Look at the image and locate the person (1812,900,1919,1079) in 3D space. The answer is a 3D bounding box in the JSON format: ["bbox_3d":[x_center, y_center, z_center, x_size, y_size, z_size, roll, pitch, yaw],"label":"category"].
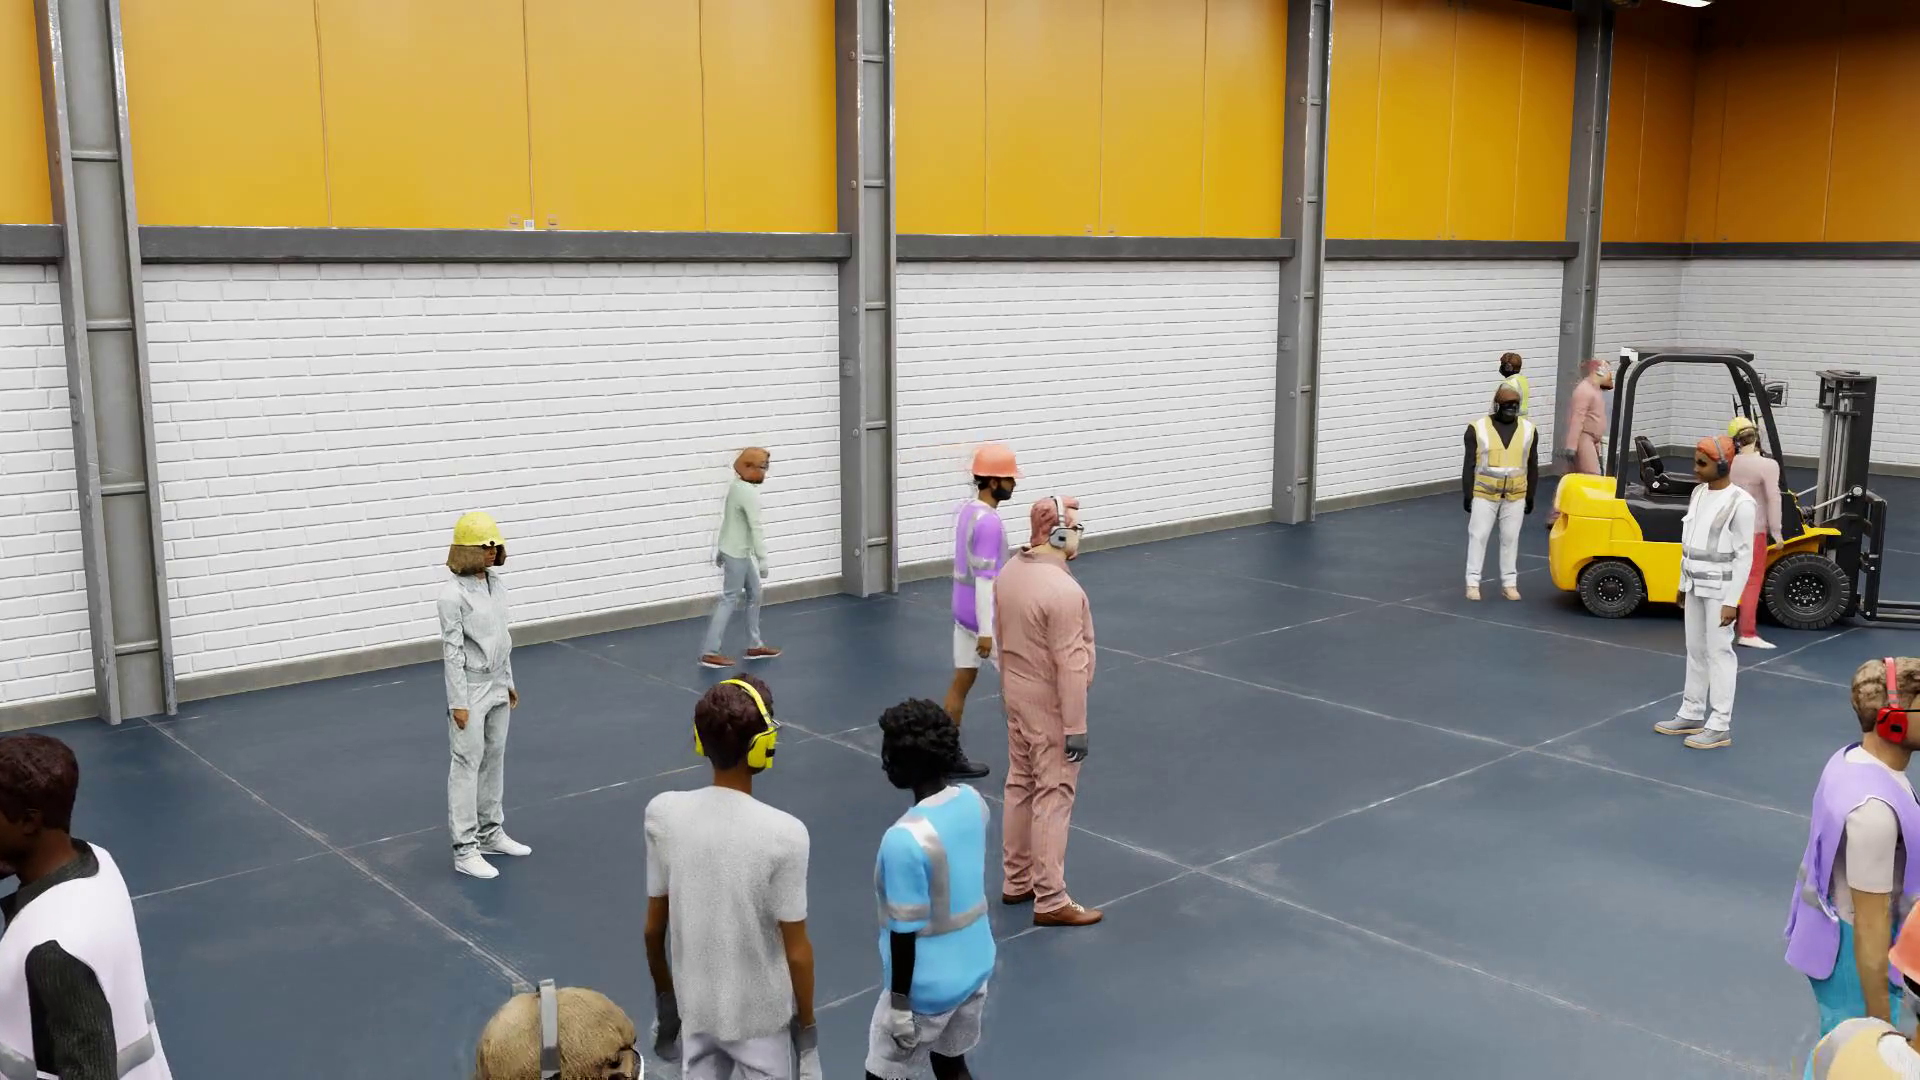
[{"bbox_3d":[1.623,1.501,2.946,0.849,1.917,0.548,-1,10,-7],"label":"person"}]

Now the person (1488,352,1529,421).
[{"bbox_3d":[6.298,-1.236,19.161,0.429,1.844,0.626,6,11,31],"label":"person"}]

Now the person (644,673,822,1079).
[{"bbox_3d":[-0.591,1.271,4.416,0.533,1.867,0.338,4,10,22],"label":"person"}]

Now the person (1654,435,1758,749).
[{"bbox_3d":[4.506,0.306,10.001,0.354,1.886,0.573,-1,10,-8],"label":"person"}]

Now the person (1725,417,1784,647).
[{"bbox_3d":[5.900,-0.049,12.581,0.378,1.731,0.598,-5,11,-29],"label":"person"}]

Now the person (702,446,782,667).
[{"bbox_3d":[-1.549,0.123,11.913,0.716,1.593,0.519,-3,10,-19],"label":"person"}]

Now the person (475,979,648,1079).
[{"bbox_3d":[-0.670,1.574,2.497,0.731,1.917,0.639,-4,10,-22],"label":"person"}]

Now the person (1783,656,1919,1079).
[{"bbox_3d":[2.545,1.227,4.711,0.390,1.850,0.565,4,11,23],"label":"person"}]

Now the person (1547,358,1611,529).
[{"bbox_3d":[6.712,-1.003,17.732,0.805,1.862,0.670,4,10,21],"label":"person"}]

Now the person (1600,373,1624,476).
[{"bbox_3d":[7.494,-1.189,19.489,0.498,1.634,0.280,3,10,18],"label":"person"}]

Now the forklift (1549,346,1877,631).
[{"bbox_3d":[6.109,-0.478,13.691,2.313,2.155,1.214,3,10,16],"label":"forklift"}]

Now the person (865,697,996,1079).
[{"bbox_3d":[-0.072,1.273,4.904,0.499,1.673,0.566,5,11,28],"label":"person"}]

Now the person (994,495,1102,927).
[{"bbox_3d":[0.405,0.745,7.380,0.402,1.904,0.652,-4,11,-24],"label":"person"}]

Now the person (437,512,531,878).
[{"bbox_3d":[-2.278,0.725,7.964,0.295,1.744,0.489,3,10,15],"label":"person"}]

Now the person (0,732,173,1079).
[{"bbox_3d":[-1.974,1.356,3.764,0.373,1.915,0.596,-5,11,-26],"label":"person"}]

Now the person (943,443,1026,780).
[{"bbox_3d":[0.263,0.410,9.326,0.889,1.902,0.566,-2,10,-13],"label":"person"}]

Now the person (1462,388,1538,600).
[{"bbox_3d":[4.616,-0.386,14.232,0.630,1.838,0.430,1,10,5],"label":"person"}]
